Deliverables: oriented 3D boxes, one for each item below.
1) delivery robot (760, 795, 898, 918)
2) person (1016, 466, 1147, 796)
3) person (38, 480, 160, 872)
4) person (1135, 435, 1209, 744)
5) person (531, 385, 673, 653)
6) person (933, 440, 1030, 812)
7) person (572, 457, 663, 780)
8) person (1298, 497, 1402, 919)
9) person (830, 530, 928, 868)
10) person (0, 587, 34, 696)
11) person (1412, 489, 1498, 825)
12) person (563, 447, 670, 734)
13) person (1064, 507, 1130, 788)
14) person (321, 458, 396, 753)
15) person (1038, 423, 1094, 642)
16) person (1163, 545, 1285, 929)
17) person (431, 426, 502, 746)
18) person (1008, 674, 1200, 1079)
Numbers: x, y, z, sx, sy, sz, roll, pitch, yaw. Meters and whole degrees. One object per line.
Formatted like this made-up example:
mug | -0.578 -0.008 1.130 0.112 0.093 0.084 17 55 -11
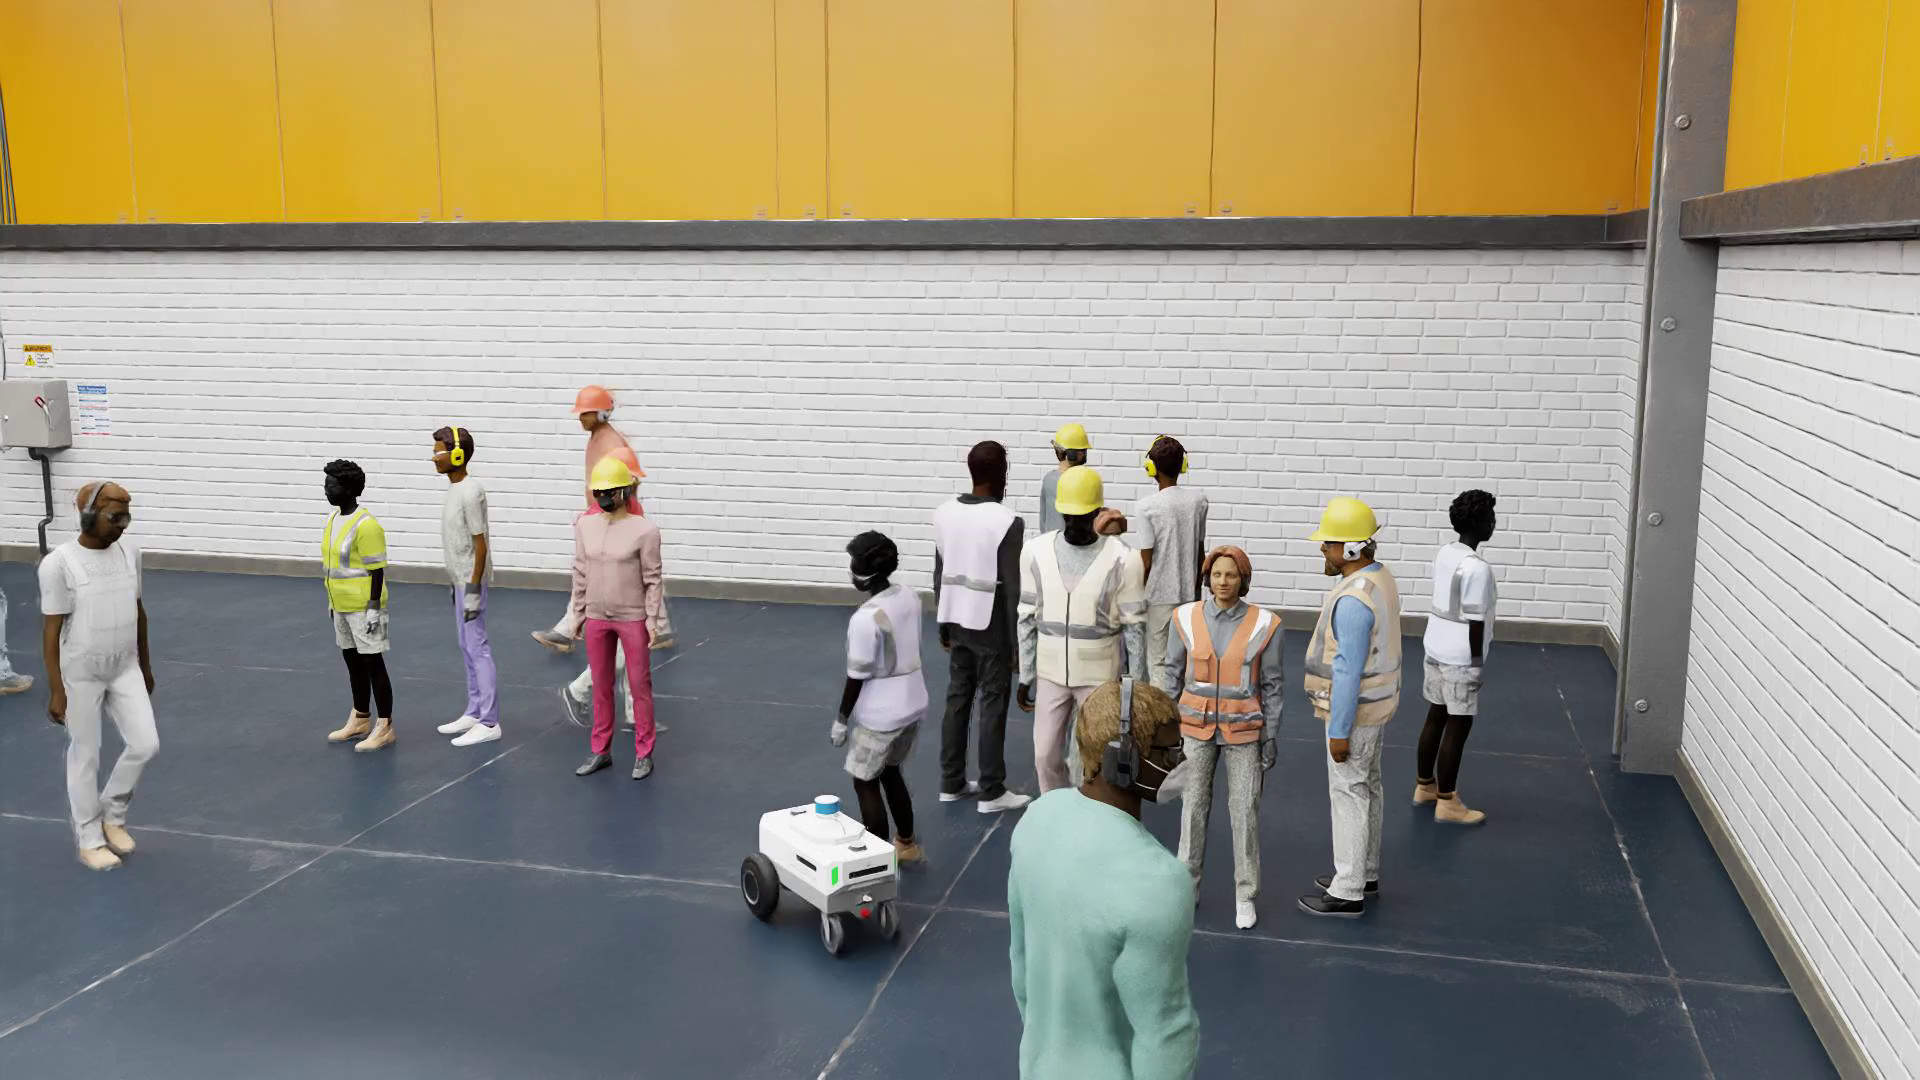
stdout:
delivery robot | -0.561 1.327 7.048 0.477 0.478 0.707 -6 11 -33
person | 0.549 0.606 7.588 0.602 1.912 0.428 4 10 22
person | -3.972 0.635 7.694 0.421 1.818 0.596 6 11 30
person | 1.145 0.351 9.232 0.519 1.865 0.331 -6 11 -31
person | -2.542 -0.133 11.865 1.028 1.930 0.658 -6 12 -33
person | 0.091 0.447 8.548 0.622 1.909 0.392 9 13 43
person | -1.872 0.428 9.057 0.522 1.769 0.317 3 10 15
person | 1.686 0.720 7.184 0.403 1.824 0.593 4 11 25
person | -0.329 0.762 7.403 0.358 1.659 0.612 5 11 26
person | -6.330 0.060 10.615 0.653 1.966 0.776 4 10 21
person | 2.518 0.581 8.380 0.320 1.693 0.539 -1 10 -5
person | -2.039 0.307 9.848 0.547 1.738 0.567 3 10 17
person | 0.666 0.621 8.345 0.562 1.619 0.421 -7 12 -36
person | -3.484 0.374 9.582 0.539 1.695 0.318 9 13 42
person | 0.705 0.119 10.877 0.329 1.767 0.529 -4 11 -24
person | 1.114 0.826 7.075 0.515 1.645 0.309 3 10 19
person | -2.894 0.265 9.714 0.330 1.872 0.512 -5 11 -27
person | 0.322 1.250 3.723 0.374 1.936 0.628 -5 11 -25
